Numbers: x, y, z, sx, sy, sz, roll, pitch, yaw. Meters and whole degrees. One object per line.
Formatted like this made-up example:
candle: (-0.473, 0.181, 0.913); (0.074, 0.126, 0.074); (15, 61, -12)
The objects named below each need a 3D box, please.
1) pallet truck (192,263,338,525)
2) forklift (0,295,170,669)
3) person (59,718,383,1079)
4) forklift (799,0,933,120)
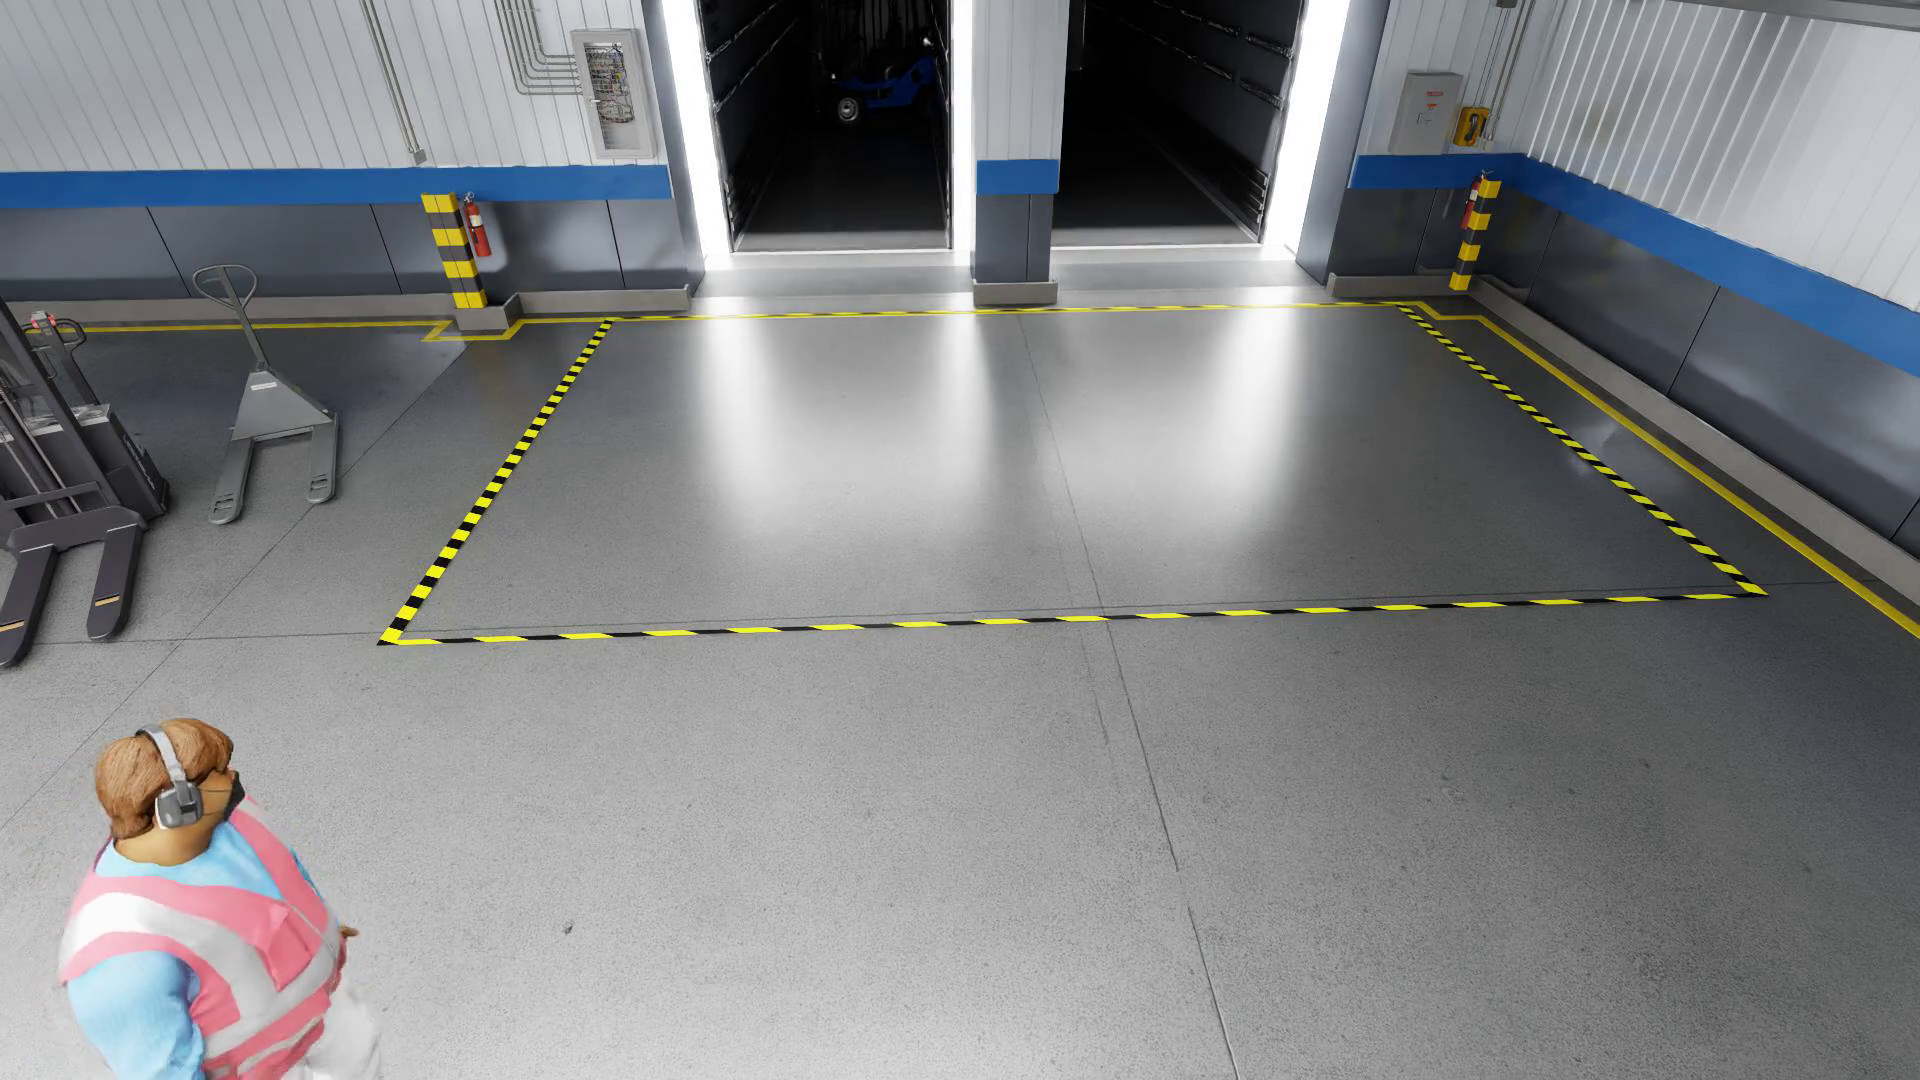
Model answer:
pallet truck: (-4.778, -1.027, 6.128); (0.680, 1.201, 1.601); (-17, 38, -23)
forklift: (-5.212, -0.618, 4.878); (0.823, 1.965, 1.885); (-20, 39, -26)
person: (-1.837, 1.242, 2.380); (0.513, 1.803, 0.693); (-8, 36, -11)
forklift: (-1.519, -8.631, 16.079); (2.680, 2.036, 1.157); (-16, 38, -22)
